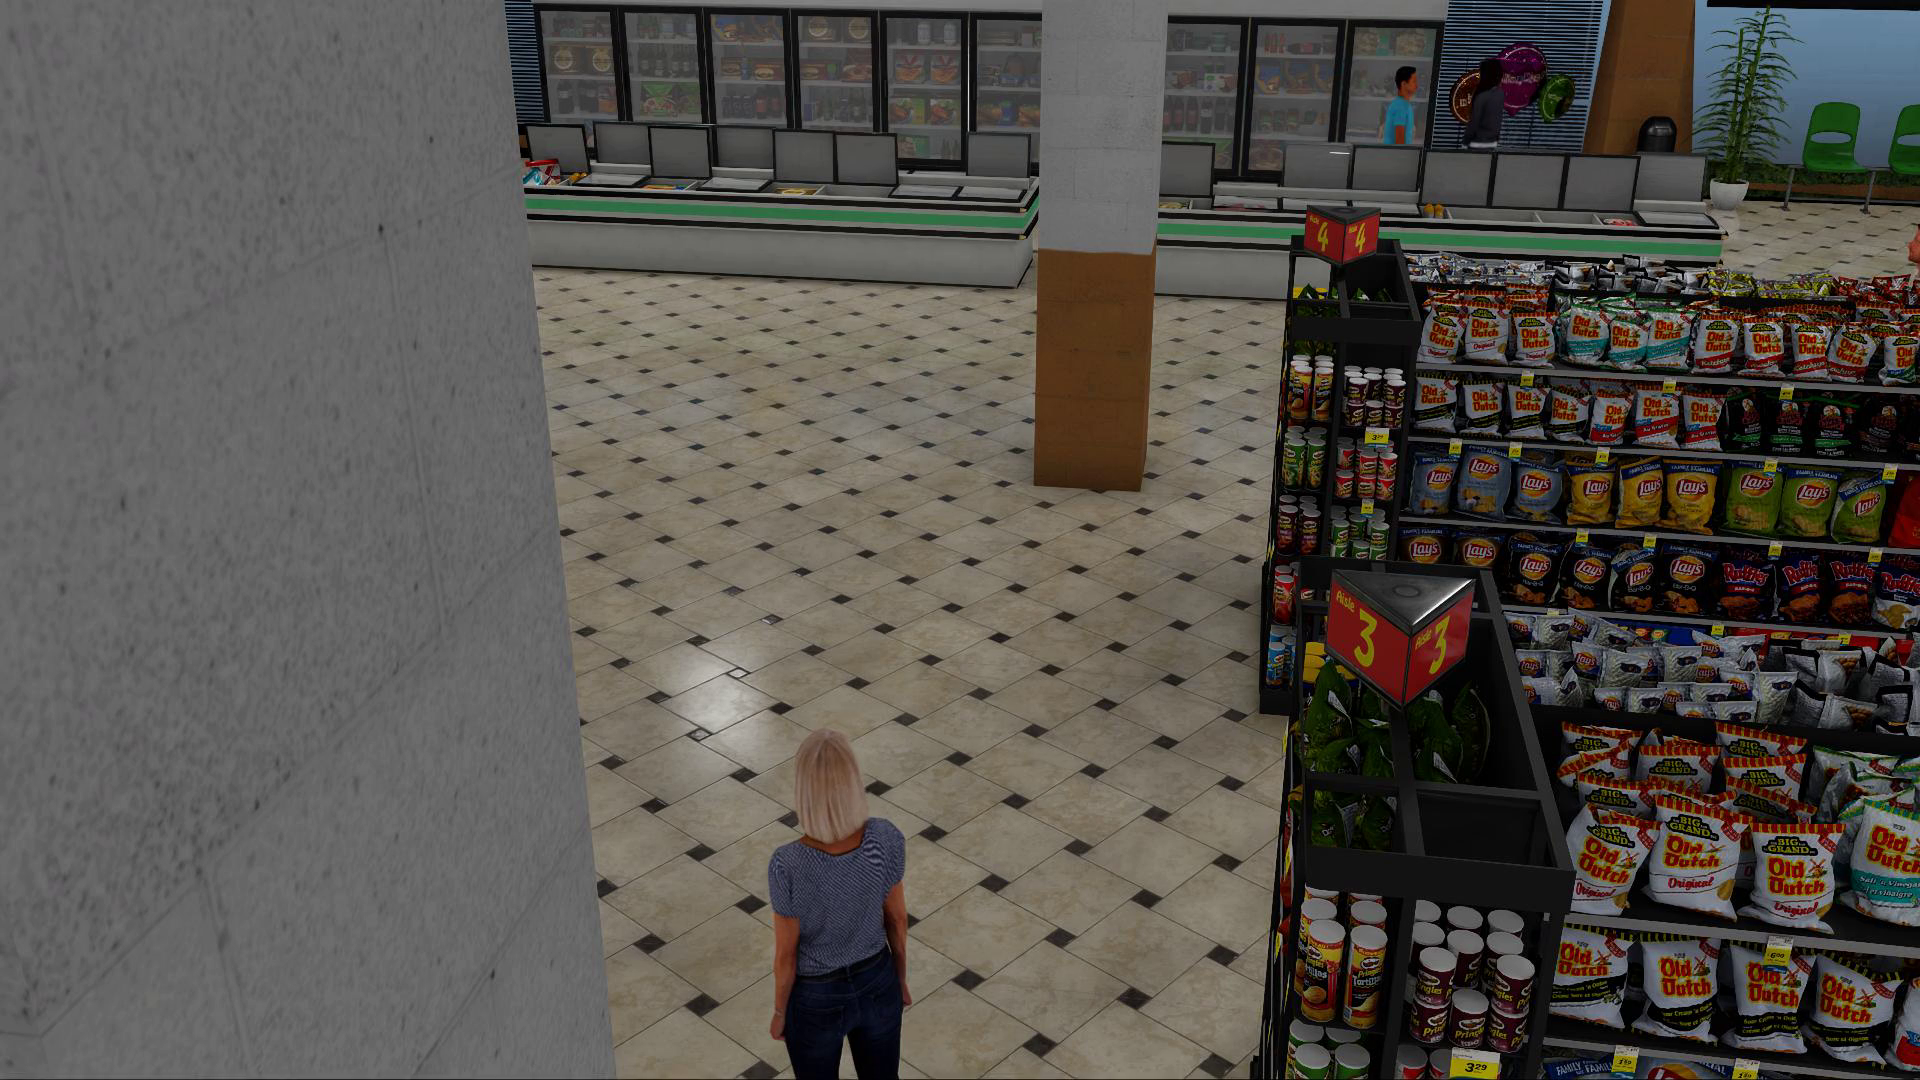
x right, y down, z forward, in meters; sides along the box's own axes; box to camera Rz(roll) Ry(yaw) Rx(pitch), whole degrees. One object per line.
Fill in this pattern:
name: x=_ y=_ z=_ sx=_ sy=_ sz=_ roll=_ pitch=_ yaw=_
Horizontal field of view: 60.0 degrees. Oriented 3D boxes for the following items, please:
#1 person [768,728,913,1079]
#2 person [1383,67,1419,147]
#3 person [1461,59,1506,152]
person: x=-0.342 y=1.322 z=4.847 sx=0.629 sy=1.720 sz=0.728 roll=-10 pitch=26 yaw=-23
person: x=4.198 y=-3.758 z=16.420 sx=0.989 sy=1.749 sz=0.771 roll=10 pitch=26 yaw=22
person: x=5.351 y=-3.949 z=16.873 sx=0.988 sy=1.735 sz=1.112 roll=-21 pitch=31 yaw=-40
